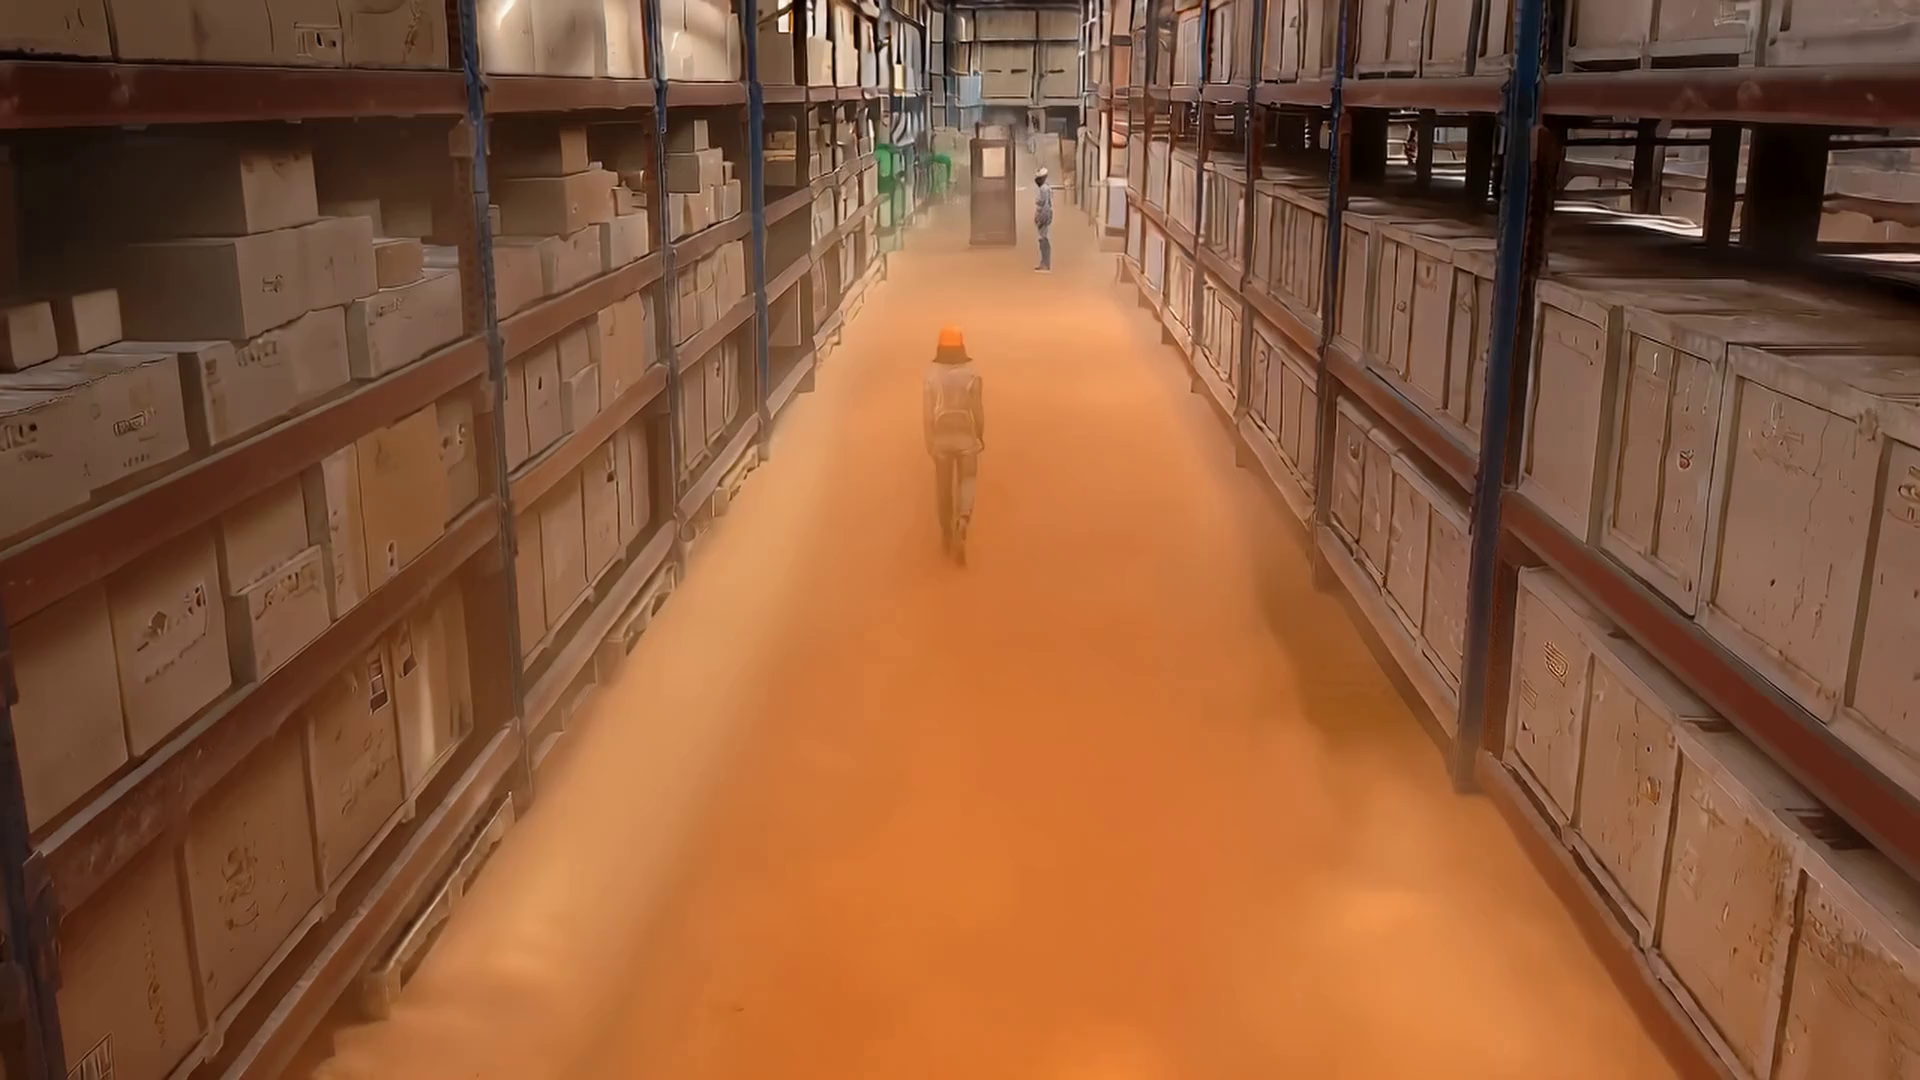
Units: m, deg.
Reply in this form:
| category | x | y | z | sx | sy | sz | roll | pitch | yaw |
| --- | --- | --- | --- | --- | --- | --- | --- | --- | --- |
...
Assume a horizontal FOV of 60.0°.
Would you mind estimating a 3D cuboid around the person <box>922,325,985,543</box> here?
| category | x | y | z | sx | sy | sz | roll | pitch | yaw |
| --- | --- | --- | --- | --- | --- | --- | --- | --- | --- |
| person | -0.051 | -0.803 | 12.965 | 0.498 | 1.726 | 0.555 | 0 | 15 | 0 |

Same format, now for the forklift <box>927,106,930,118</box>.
| category | x | y | z | sx | sy | sz | roll | pitch | yaw |
| --- | --- | --- | --- | --- | --- | --- | --- | --- | --- |
| forklift | -1.918 | -21.452 | 87.608 | 1.129 | 2.768 | 1.873 | 0 | 15 | 2 |

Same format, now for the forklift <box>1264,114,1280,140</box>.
| category | x | y | z | sx | sy | sz | roll | pitch | yaw |
| --- | --- | --- | --- | --- | --- | --- | --- | --- | --- |
| forklift | 11.017 | -13.909 | 59.544 | 1.129 | 2.768 | 1.873 | 0 | 15 | 2 |

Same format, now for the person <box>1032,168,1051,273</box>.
| category | x | y | z | sx | sy | sz | roll | pitch | yaw |
| --- | --- | --- | --- | --- | --- | --- | --- | --- | --- |
| person | 1.598 | -6.314 | 32.872 | 0.395 | 2.042 | 0.611 | 4 | 16 | 15 |

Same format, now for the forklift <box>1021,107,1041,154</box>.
| category | x | y | z | sx | sy | sz | roll | pitch | yaw |
| --- | --- | --- | --- | --- | --- | --- | --- | --- | --- |
| forklift | 3.447 | -19.670 | 80.976 | 1.129 | 2.768 | 1.873 | -10 | 18 | -32 |

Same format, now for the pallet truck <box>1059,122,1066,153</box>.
| category | x | y | z | sx | sy | sz | roll | pitch | yaw |
| --- | --- | --- | --- | --- | --- | --- | --- | --- | --- |
| pallet truck | 5.788 | -21.111 | 88.014 | 1.885 | 1.965 | 0.823 | 5 | 16 | 18 |

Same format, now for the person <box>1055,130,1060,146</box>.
| category | x | y | z | sx | sy | sz | roll | pitch | yaw |
| --- | --- | --- | --- | --- | --- | --- | --- | --- | --- |
| person | 5.051 | -20.444 | 86.224 | 0.374 | 1.634 | 0.539 | 5 | 16 | 19 |

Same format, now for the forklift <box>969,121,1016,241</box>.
| category | x | y | z | sx | sy | sz | roll | pitch | yaw |
| --- | --- | --- | --- | --- | --- | --- | --- | --- | --- |
| forklift | 0.803 | -8.656 | 39.998 | 1.129 | 2.768 | 1.873 | 0 | 15 | 1 |
